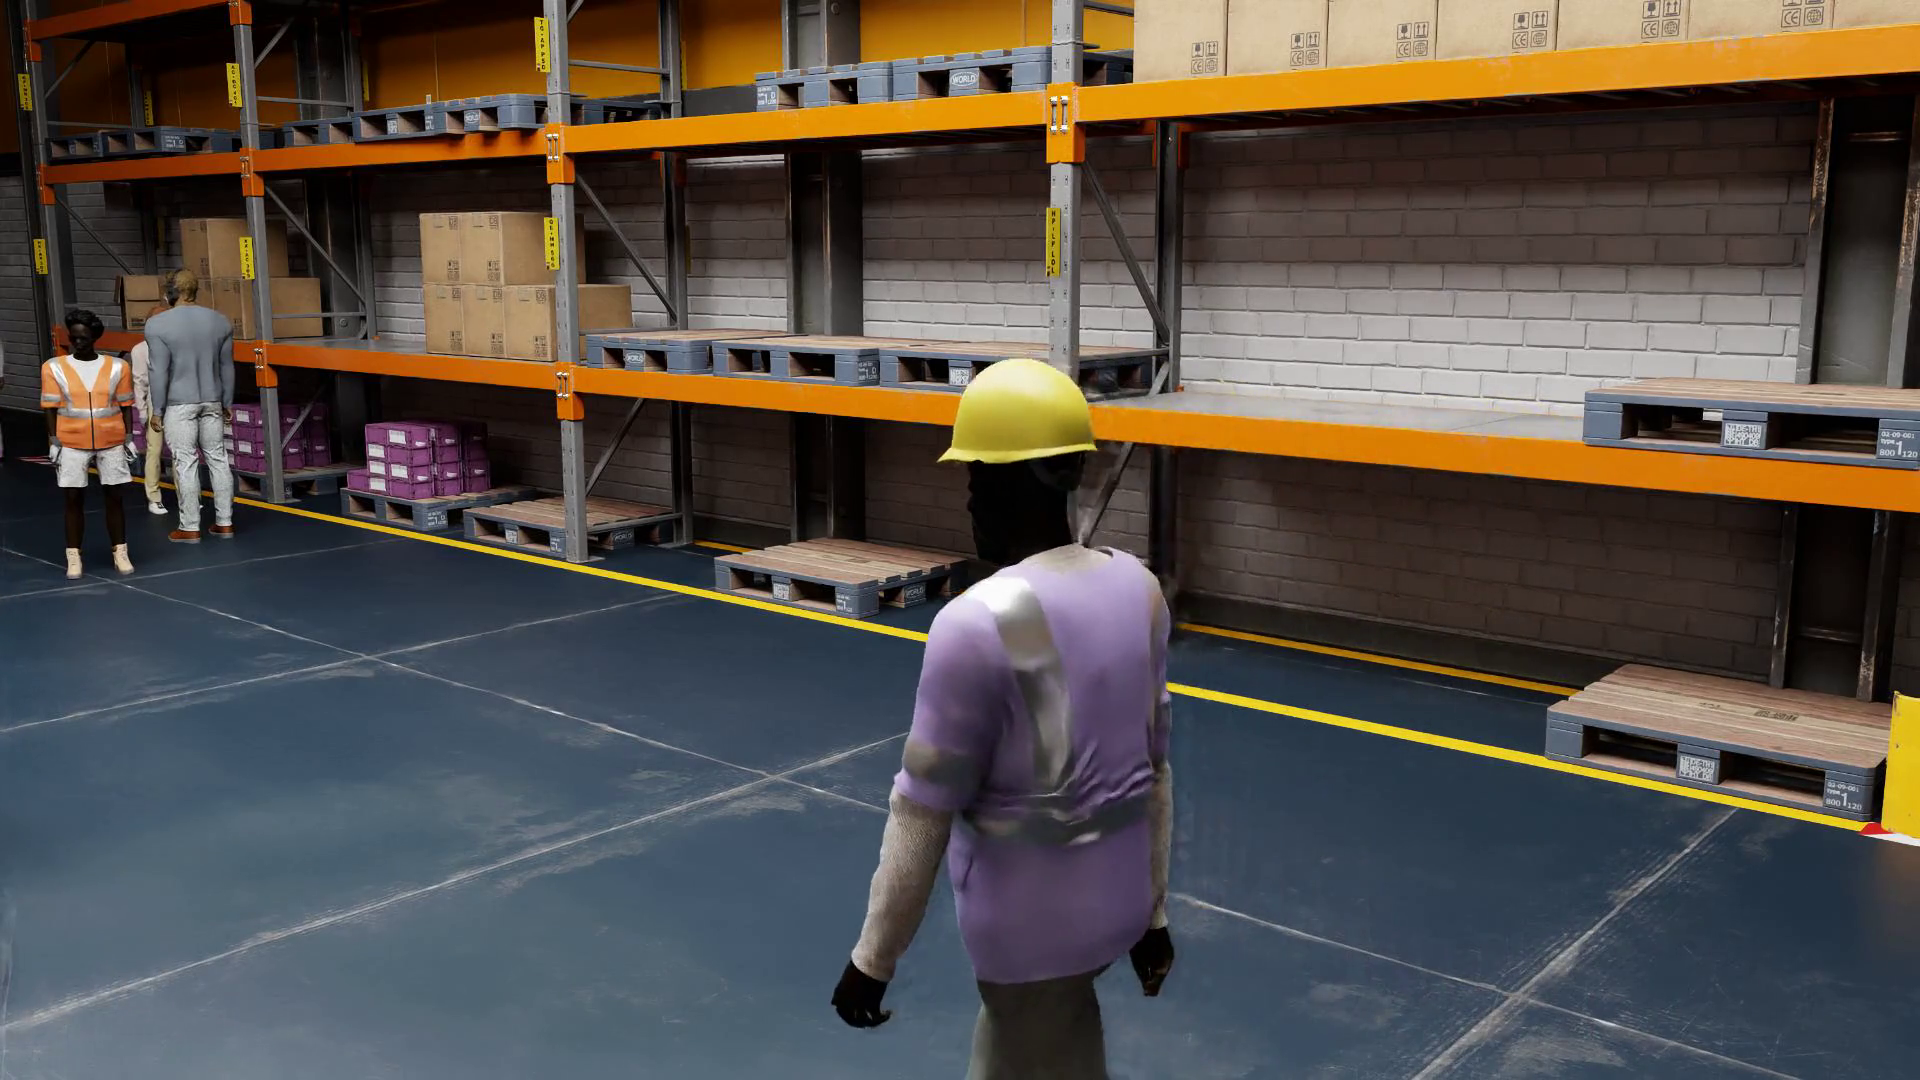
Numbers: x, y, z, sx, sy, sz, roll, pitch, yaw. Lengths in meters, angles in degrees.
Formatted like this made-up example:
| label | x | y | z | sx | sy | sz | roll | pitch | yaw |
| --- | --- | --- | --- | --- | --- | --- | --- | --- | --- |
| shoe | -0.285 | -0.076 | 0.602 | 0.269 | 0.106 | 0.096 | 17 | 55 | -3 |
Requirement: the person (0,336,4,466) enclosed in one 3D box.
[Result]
| label | x | y | z | sx | sy | sz | roll | pitch | yaw |
| --- | --- | --- | --- | --- | --- | --- | --- | --- | --- |
| person | -9.348 | -1.582 | 15.693 | 0.404 | 1.827 | 0.600 | 9 | 14 | 43 |

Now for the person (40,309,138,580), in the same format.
| label | x | y | z | sx | sy | sz | roll | pitch | yaw |
| --- | --- | --- | --- | --- | --- | --- | --- | --- | --- |
| person | -5.483 | -0.606 | 10.505 | 0.531 | 1.697 | 0.322 | -6 | 12 | -32 |

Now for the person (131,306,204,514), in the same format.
| label | x | y | z | sx | sy | sz | roll | pitch | yaw |
| --- | --- | --- | --- | --- | --- | --- | --- | --- | --- |
| person | -6.228 | -1.015 | 13.055 | 0.284 | 1.626 | 0.493 | 6 | 12 | 31 |

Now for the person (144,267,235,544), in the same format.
| label | x | y | z | sx | sy | sz | roll | pitch | yaw |
| --- | --- | --- | --- | --- | --- | --- | --- | --- | --- |
| person | -5.421 | -0.945 | 11.753 | 0.363 | 1.939 | 0.636 | 7 | 12 | 34 |

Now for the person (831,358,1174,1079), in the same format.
| label | x | y | z | sx | sy | sz | roll | pitch | yaw |
| --- | --- | --- | --- | --- | --- | --- | --- | --- | --- |
| person | 0.043 | 0.632 | 2.939 | 0.944 | 1.886 | 0.592 | 7 | 12 | 33 |
